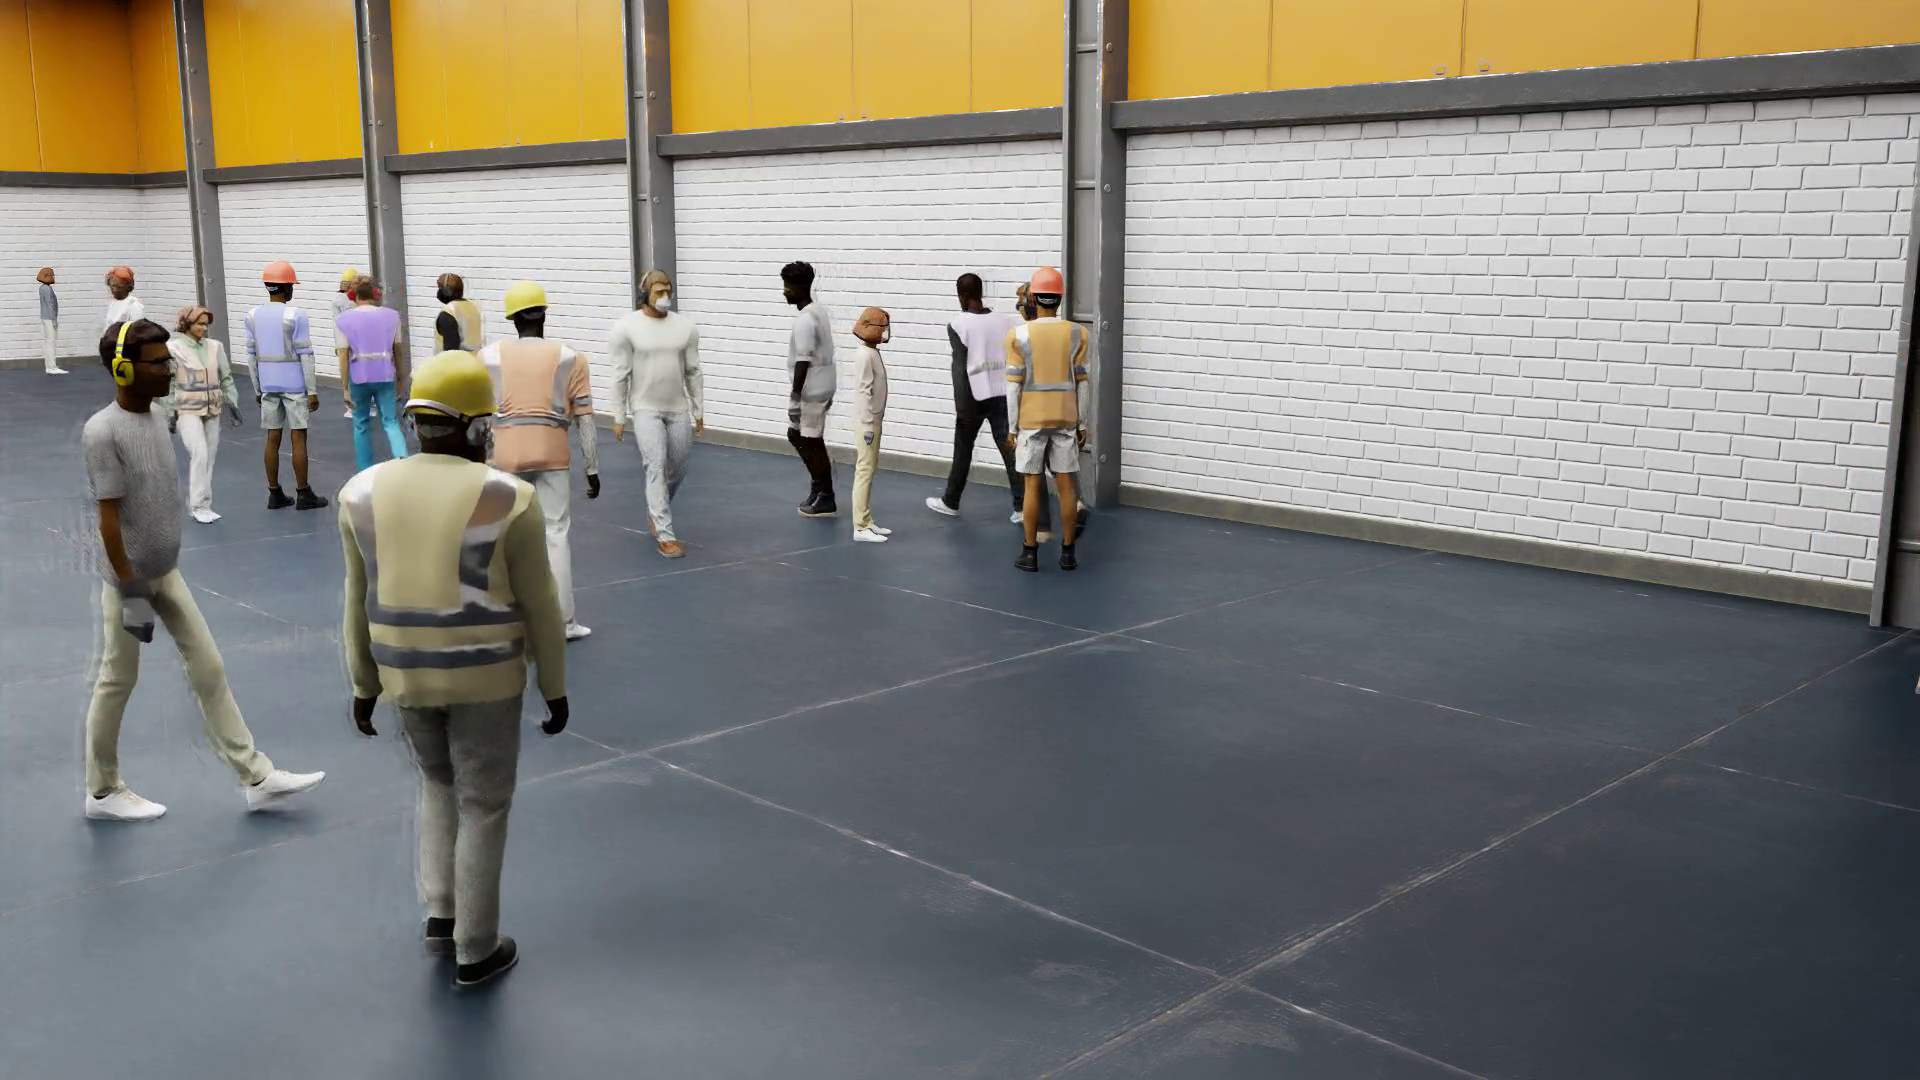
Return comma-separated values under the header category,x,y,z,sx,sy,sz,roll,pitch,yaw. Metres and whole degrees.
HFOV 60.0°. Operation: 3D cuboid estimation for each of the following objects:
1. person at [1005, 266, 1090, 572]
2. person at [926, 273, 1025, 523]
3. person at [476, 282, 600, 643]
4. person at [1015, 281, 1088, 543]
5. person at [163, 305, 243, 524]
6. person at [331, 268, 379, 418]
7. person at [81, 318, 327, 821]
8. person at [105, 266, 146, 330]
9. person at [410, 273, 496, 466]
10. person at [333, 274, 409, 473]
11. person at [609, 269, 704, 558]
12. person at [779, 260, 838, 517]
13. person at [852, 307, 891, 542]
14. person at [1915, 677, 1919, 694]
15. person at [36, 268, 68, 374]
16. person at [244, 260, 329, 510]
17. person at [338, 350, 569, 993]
category,x,y,z,sx,sy,sz,roll,pitch,yaw
person,0.548,-0.759,10.564,0.543,1.939,0.355,-2,11,-9
person,0.174,-1.057,12.437,0.662,1.850,1.044,-8,13,-38
person,-2.274,-0.420,8.864,0.695,1.877,0.792,-2,11,-10
person,0.620,-0.850,11.375,0.557,1.825,0.563,-6,12,-29
person,-5.609,-0.926,12.358,0.550,1.617,0.507,5,12,27
person,-7.112,-2.310,19.552,0.485,1.744,0.309,-6,12,-28
person,-2.800,0.140,5.956,0.926,1.821,0.562,1,10,5
person,-7.826,-1.642,15.648,0.340,1.858,0.745,-10,14,-43
person,-4.600,-1.555,15.327,1.001,1.797,0.620,3,11,14
person,-4.900,-1.308,13.917,0.569,1.821,0.785,-7,13,-35
person,-2.043,-0.874,11.268,0.644,1.915,0.858,-7,12,-33
person,-1.144,-1.117,12.498,0.498,1.940,0.649,1,10,6
person,-0.618,-0.810,11.673,0.274,1.631,0.507,1,10,4
person,4.614,-0.080,7.520,0.317,1.695,0.540,-1,10,-5
person,-14.059,-3.386,25.719,0.278,1.633,0.507,-9,13,-39
person,-5.247,-1.198,12.954,0.551,1.936,0.356,2,11,13
person,-1.404,0.370,4.740,0.616,1.811,0.496,2,11,10
